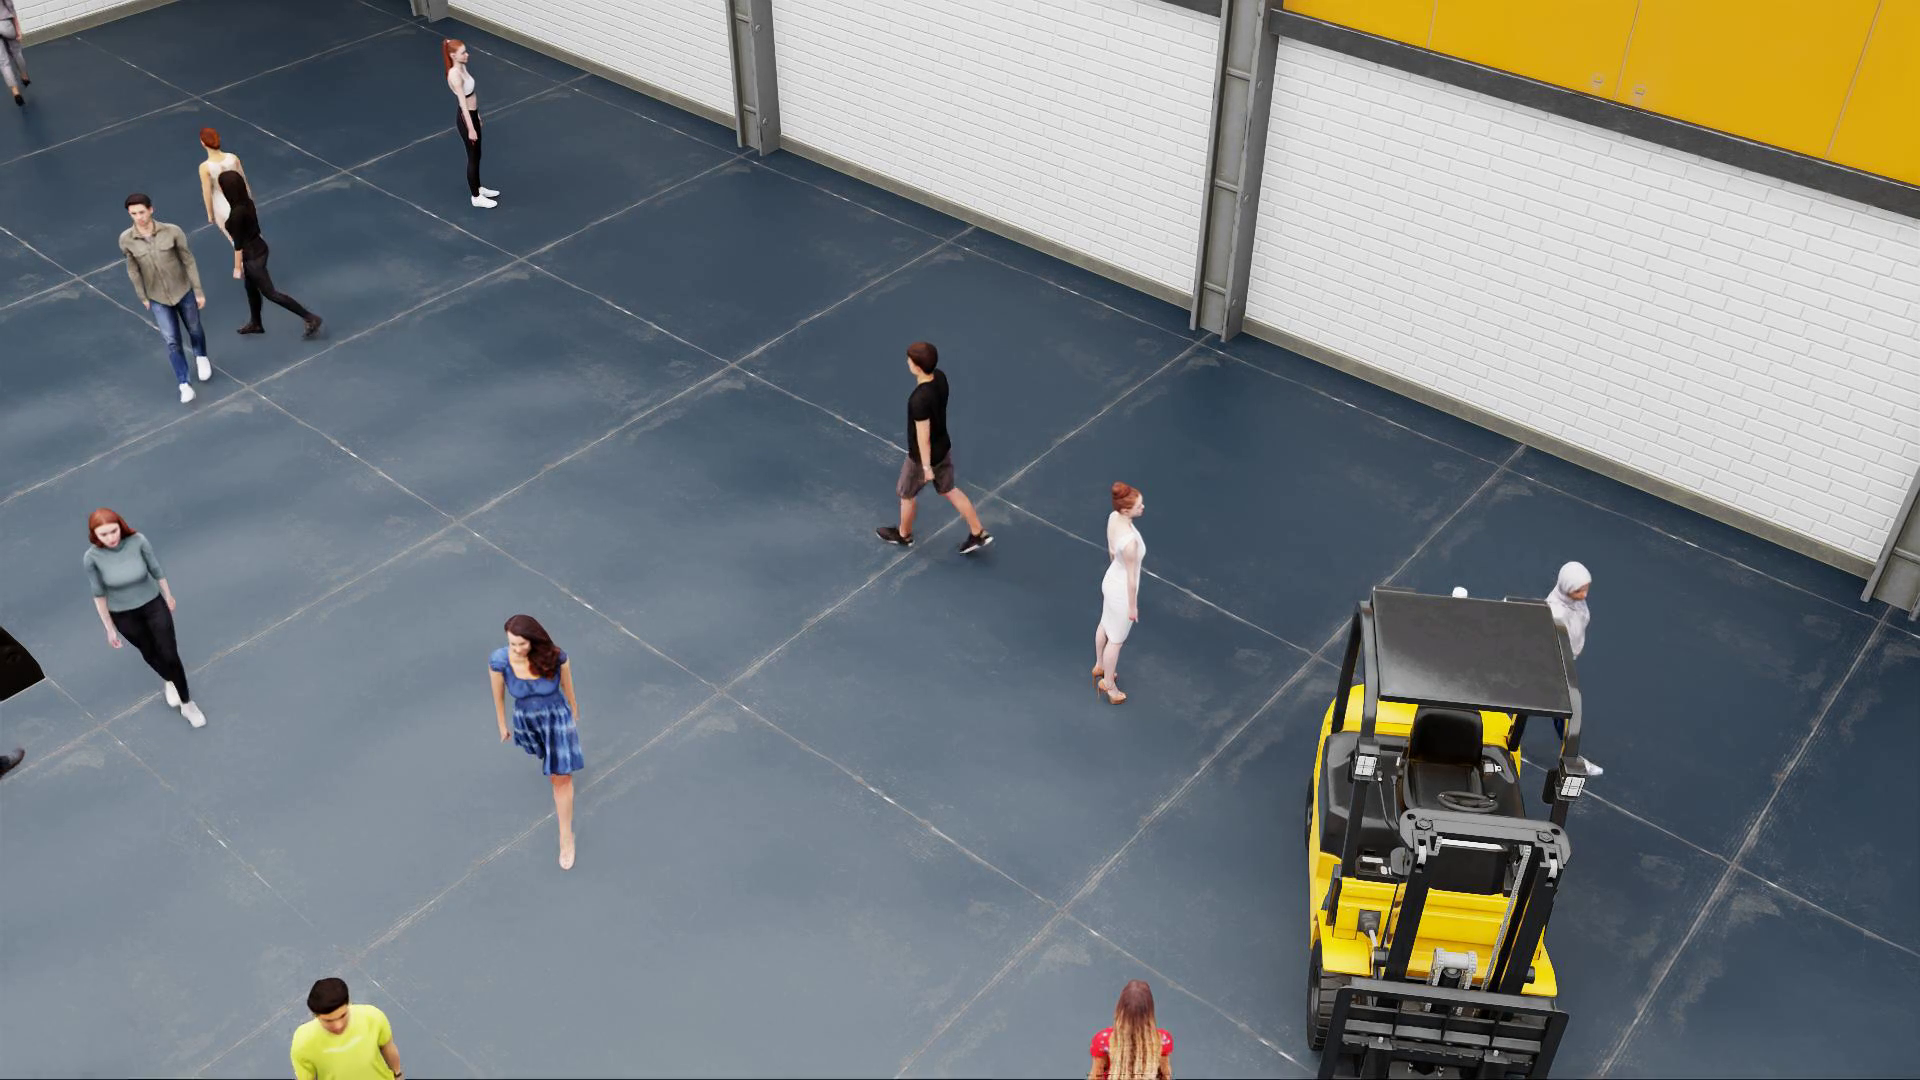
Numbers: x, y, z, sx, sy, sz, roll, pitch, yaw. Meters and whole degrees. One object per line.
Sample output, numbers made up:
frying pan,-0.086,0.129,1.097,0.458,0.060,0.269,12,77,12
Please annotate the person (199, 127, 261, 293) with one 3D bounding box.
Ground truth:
person,-6.720,-3.040,15.472,0.761,1.629,0.596,25,45,28

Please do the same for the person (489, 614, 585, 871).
person,-2.547,1.094,10.189,1.124,1.763,1.183,-2,39,-2

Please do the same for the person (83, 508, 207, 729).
person,-5.470,0.441,11.040,0.762,1.720,0.906,-19,42,-22

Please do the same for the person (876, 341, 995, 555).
person,-0.143,-0.645,12.301,1.238,1.844,0.870,16,41,19

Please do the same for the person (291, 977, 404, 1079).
person,-3.023,2.692,8.259,0.923,1.673,1.186,-17,42,-20

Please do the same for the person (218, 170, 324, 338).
person,-6.205,-2.503,14.812,1.052,1.614,1.024,-5,39,-6

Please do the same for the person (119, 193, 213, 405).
person,-6.706,-2.135,14.183,1.032,1.823,1.234,-14,41,-17

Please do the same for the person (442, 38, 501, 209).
person,-4.988,-4.239,16.883,0.719,1.742,0.656,-4,39,-5

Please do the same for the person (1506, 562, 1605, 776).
person,3.623,0.800,10.580,1.031,1.733,0.603,25,45,28

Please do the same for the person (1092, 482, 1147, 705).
person,1.054,0.347,11.100,0.709,1.793,0.627,-7,39,-8

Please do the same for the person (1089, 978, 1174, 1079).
person,0.805,2.836,8.182,0.985,1.545,0.999,0,39,0

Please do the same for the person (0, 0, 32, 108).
person,-10.860,-5.698,18.799,0.902,1.631,1.177,-18,42,-21
